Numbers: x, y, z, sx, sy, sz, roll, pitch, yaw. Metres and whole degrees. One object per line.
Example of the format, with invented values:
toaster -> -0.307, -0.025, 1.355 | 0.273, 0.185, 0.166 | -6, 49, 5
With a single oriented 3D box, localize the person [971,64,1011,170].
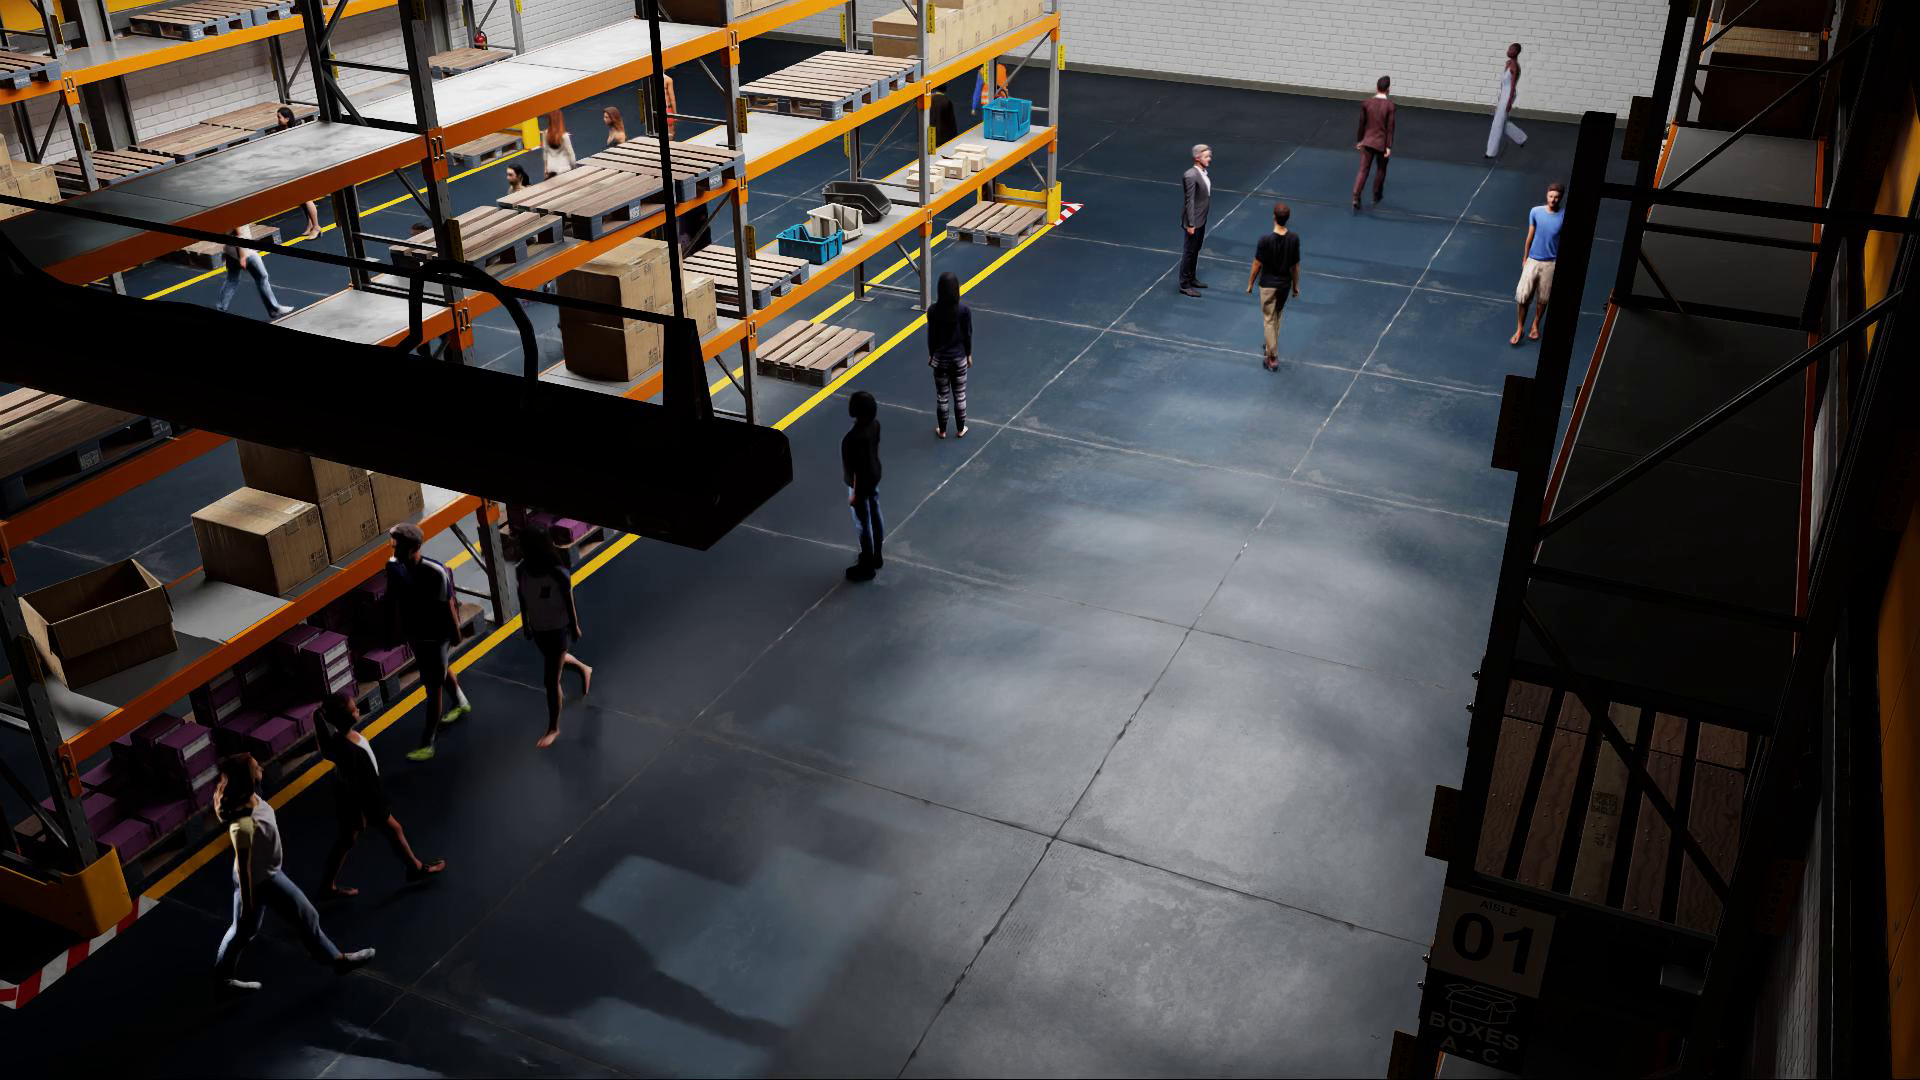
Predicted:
person -> 0.522, -6.482, 25.059 | 1.287, 1.817, 1.140 | -21, 35, -33

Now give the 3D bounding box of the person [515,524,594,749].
person -> -2.958, 0.611, 12.212 | 0.645, 1.667, 1.098 | 10, 30, 18

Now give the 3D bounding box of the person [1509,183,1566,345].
person -> 6.681, -3.204, 19.017 | 0.621, 1.848, 0.838 | 12, 31, 21

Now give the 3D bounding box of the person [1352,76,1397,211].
person -> 5.784, -5.525, 23.274 | 0.773, 1.845, 1.188 | 16, 32, 27

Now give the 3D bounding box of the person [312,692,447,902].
person -> -3.871, 1.647, 10.470 | 1.101, 1.516, 0.933 | -16, 32, -26

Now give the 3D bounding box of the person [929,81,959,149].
person -> -0.335, -5.620, 23.535 | 1.235, 1.762, 0.968 | -23, 36, -35

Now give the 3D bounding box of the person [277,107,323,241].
person -> -8.838, -4.896, 22.200 | 0.800, 1.769, 0.775 | -18, 34, -30

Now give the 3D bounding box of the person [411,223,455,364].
person -> -5.701, -2.617, 18.053 | 0.724, 1.740, 0.841 | 7, 29, 13

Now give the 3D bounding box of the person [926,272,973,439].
person -> -0.104, -1.845, 16.647 | 0.679, 1.731, 0.662 | 0, 29, 0

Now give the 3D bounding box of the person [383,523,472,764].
person -> -3.796, 0.636, 12.035 | 0.678, 1.792, 1.092 | 11, 31, 20

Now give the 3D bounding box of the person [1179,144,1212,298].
person -> 2.887, -3.946, 20.387 | 0.770, 1.839, 0.532 | 11, 31, 20

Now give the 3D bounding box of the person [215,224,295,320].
person -> -8.442, -3.327, 19.266 | 0.901, 1.826, 1.259 | 23, 36, 36

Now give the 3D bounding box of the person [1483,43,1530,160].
person -> 8.489, -6.736, 25.576 | 0.871, 1.767, 0.945 | 1, 29, 1

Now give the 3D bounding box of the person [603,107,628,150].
person -> -4.495, -4.989, 22.444 | 0.921, 1.698, 0.829 | -14, 32, -24

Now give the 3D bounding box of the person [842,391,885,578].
person -> -0.806, -0.485, 14.182 | 0.634, 1.704, 0.486 | 11, 30, 18

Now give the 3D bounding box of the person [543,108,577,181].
person -> -5.446, -4.935, 22.359 | 0.619, 1.685, 0.840 | 15, 32, 25

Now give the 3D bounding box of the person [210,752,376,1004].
person -> -4.160, 2.009, 9.647 | 1.223, 1.667, 1.080 | -14, 32, -24

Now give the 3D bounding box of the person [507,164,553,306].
person -> -5.182, -3.698, 20.057 | 0.690, 1.719, 0.787 | 22, 36, 35

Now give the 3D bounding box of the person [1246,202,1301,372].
person -> 3.479, -2.729, 18.157 | 0.946, 1.838, 1.025 | -6, 29, -12
